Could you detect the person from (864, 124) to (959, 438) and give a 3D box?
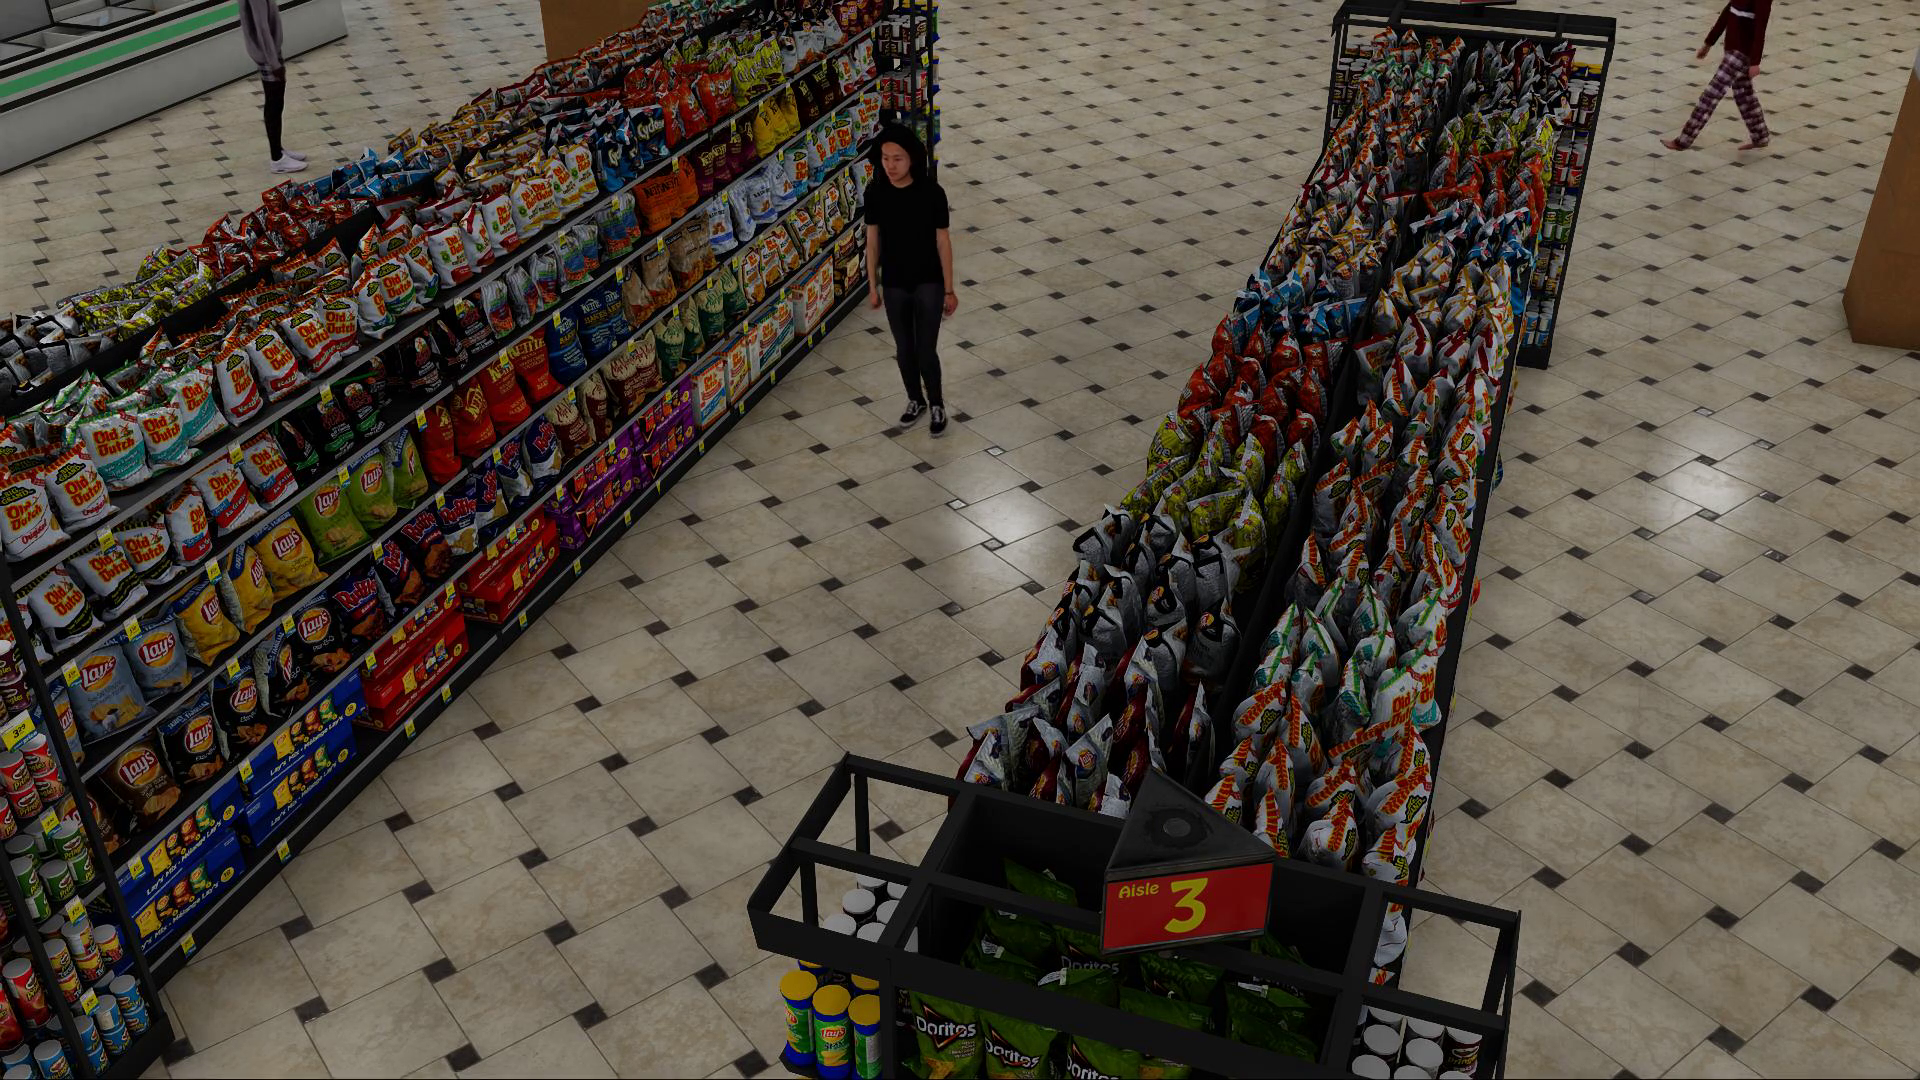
[{"bbox_3d":[-0.235,-1.436,9.131,0.664,1.803,0.683,9,33,13],"label":"person"}]

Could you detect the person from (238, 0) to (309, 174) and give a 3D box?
[{"bbox_3d":[-5.384,-3.747,12.879,0.751,1.767,0.686,-13,34,-20],"label":"person"}]

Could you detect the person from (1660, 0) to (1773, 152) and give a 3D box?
[{"bbox_3d":[6.235,-3.832,13.134,0.888,1.643,1.120,3,32,4],"label":"person"}]
